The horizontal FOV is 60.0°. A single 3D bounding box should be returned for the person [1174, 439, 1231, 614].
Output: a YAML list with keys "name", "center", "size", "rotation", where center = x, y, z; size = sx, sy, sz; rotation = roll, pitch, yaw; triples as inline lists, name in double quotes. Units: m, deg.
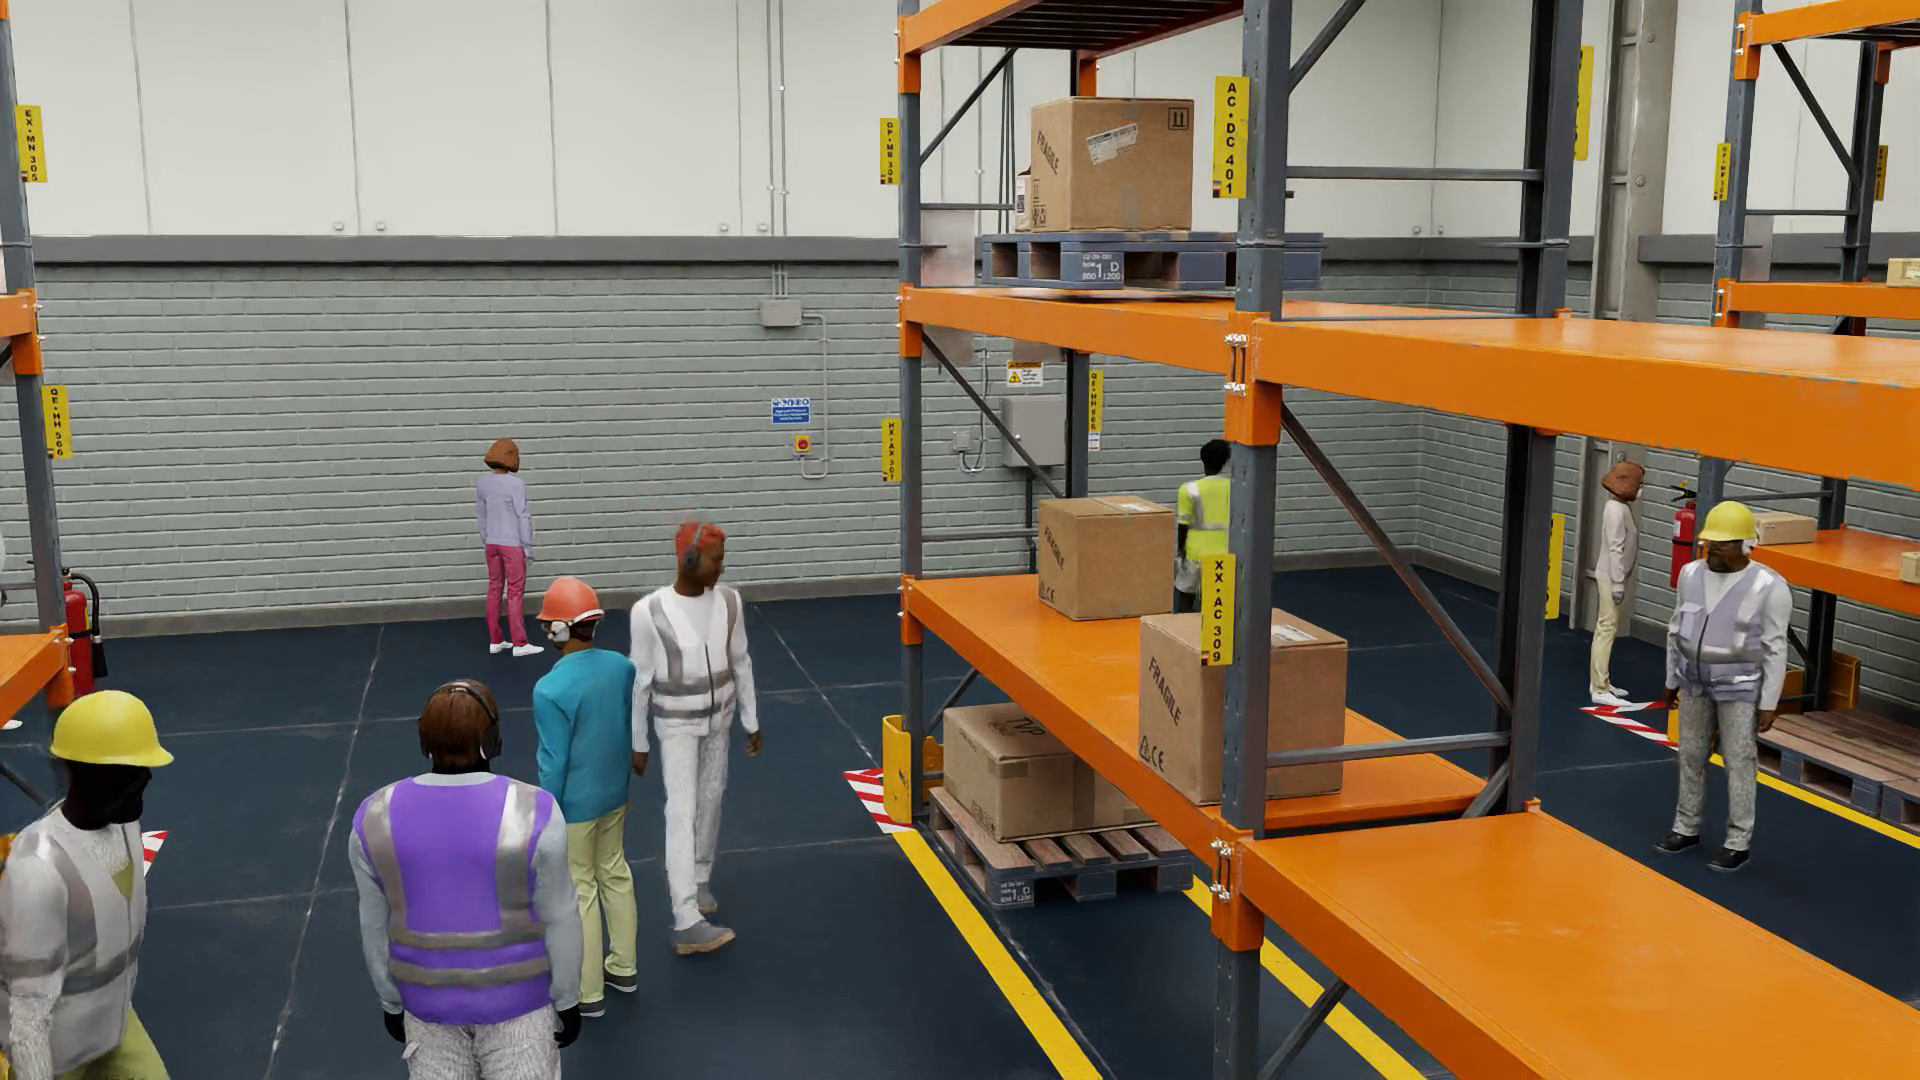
- name: "person"
  center: [1.803, 0.096, 12.075]
  size: [0.561, 1.665, 0.460]
  rotation: [-2, 10, -11]

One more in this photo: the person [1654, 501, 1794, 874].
- name: "person"
  center: [3.725, 0.709, 8.152]
  size: [0.403, 1.826, 0.603]
  rotation: [-6, 12, -32]

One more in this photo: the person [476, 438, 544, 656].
- name: "person"
  center: [-3.384, 0.054, 12.427]
  size: [0.498, 1.633, 0.286]
  rotation: [6, 11, 30]

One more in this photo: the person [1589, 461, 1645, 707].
- name: "person"
  center: [4.390, 0.282, 11.123]
  size: [0.284, 1.633, 0.498]
  rotation: [4, 11, 20]

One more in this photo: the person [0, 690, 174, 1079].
- name: "person"
  center: [-2.322, 1.325, 4.494]
  size: [0.773, 1.876, 0.614]
  rotation: [0, 10, 0]

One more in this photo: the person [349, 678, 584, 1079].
- name: "person"
  center: [-1.374, 1.295, 4.755]
  size: [0.626, 1.846, 0.429]
  rotation: [0, 10, 1]

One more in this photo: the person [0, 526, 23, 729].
- name: "person"
  center: [-6.097, 0.297, 10.261]
  size: [0.402, 1.906, 0.651]
  rotation: [0, 10, 0]

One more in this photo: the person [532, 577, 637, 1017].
- name: "person"
  center: [-1.515, 1.012, 6.622]
  size: [0.342, 1.749, 0.572]
  rotation: [4, 11, 24]

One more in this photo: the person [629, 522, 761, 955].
- name: "person"
  center: [-1.117, 0.846, 7.354]
  size: [0.620, 1.829, 0.768]
  rotation: [-9, 14, -43]
